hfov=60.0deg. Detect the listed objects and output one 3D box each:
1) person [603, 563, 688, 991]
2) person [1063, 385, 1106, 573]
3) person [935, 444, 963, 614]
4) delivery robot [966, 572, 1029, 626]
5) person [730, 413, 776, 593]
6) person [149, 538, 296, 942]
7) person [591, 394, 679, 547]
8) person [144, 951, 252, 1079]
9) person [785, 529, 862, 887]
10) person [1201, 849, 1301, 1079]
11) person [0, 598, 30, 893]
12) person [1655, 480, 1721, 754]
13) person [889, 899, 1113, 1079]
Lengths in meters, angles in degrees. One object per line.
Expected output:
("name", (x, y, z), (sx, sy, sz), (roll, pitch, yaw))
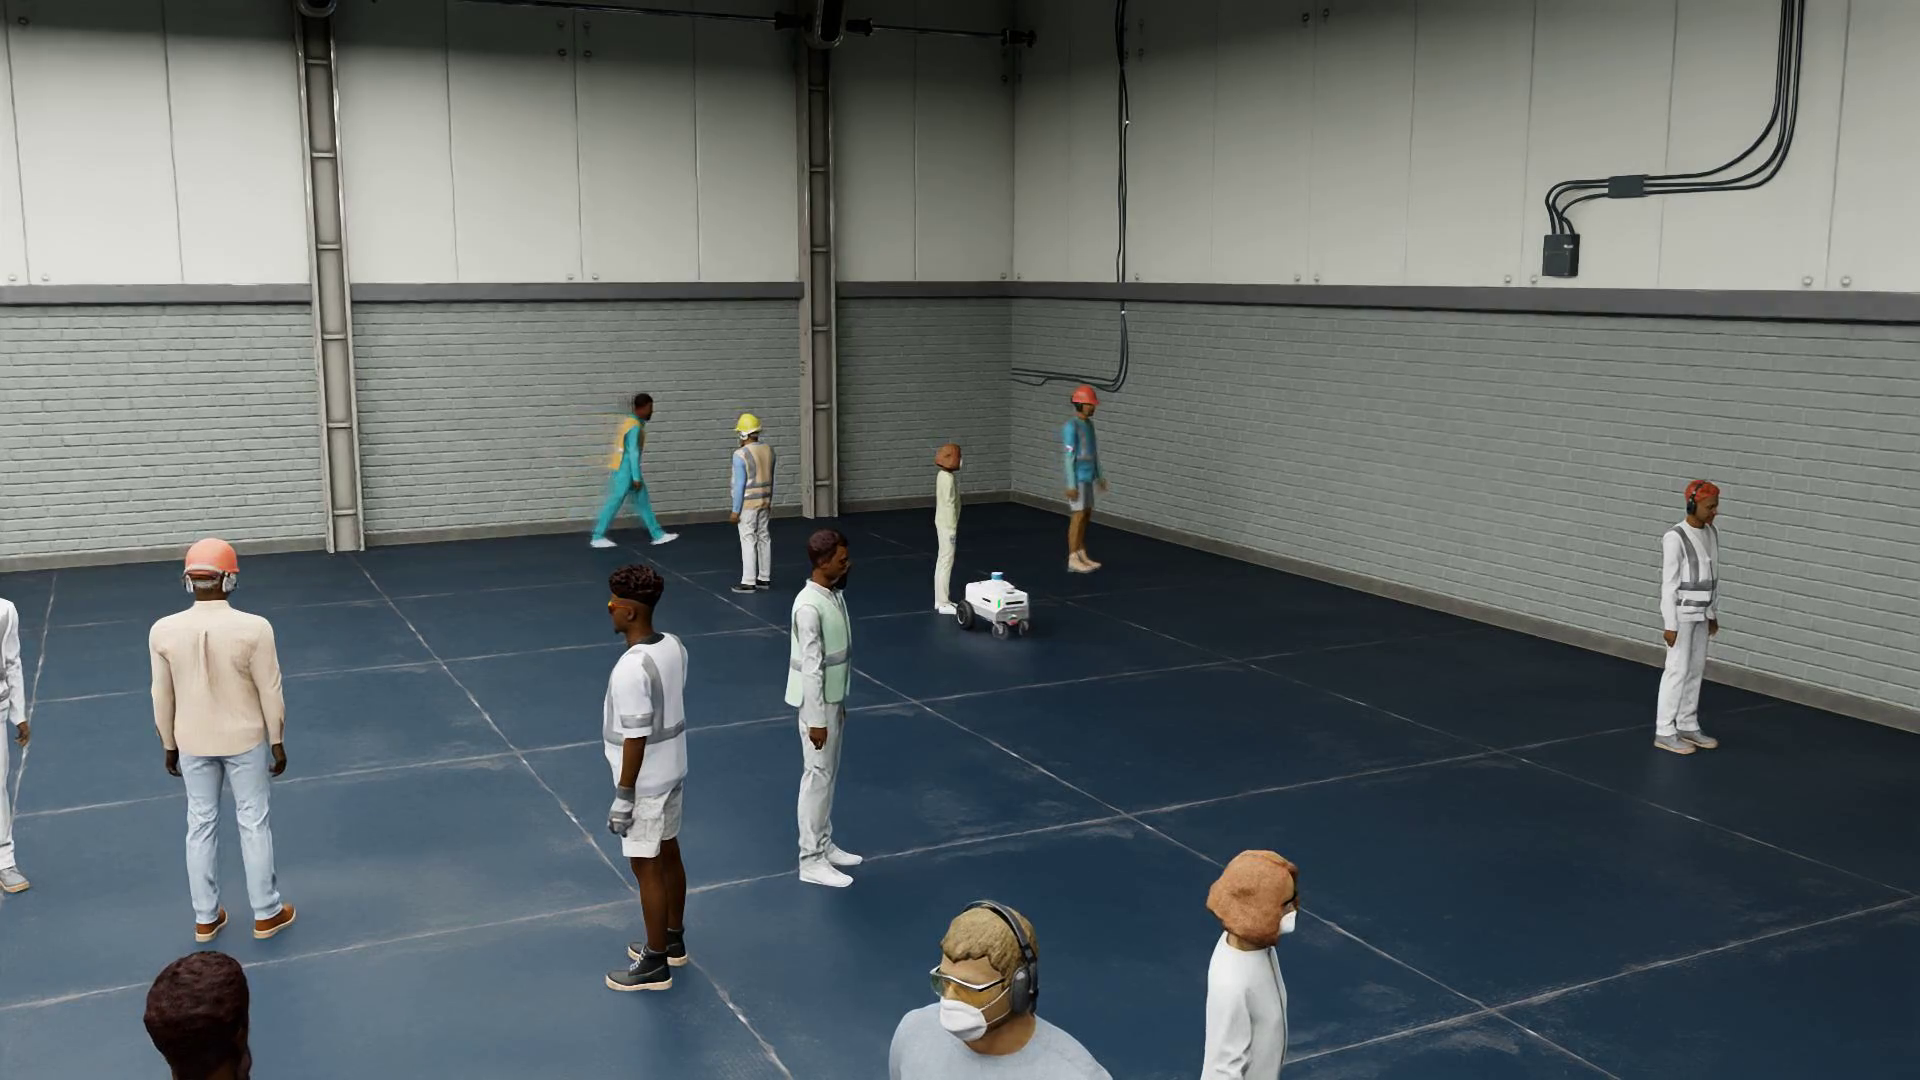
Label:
("person", (-1.443, 1.077, 7.621), (0.367, 1.967, 0.603), (2, 9, 10))
("person", (1.353, -0.672, 18.172), (0.387, 2.044, 0.618), (4, 10, 25))
("person", (-0.104, -0.112, 15.968), (0.265, 1.632, 0.508), (-1, 9, -8))
("delivery robot", (0.336, 0.535, 15.007), (0.477, 0.478, 0.707), (-5, 10, -25))
("person", (-2.132, -0.376, 16.975), (0.404, 1.835, 0.590), (6, 11, 31))
("person", (-3.602, 0.979, 8.144), (0.609, 1.993, 0.384), (-1, 9, -5))
("person", (-3.905, -0.820, 19.723), (1.043, 1.836, 0.631), (-1, 9, -6))
("person", (-1.514, 1.777, 3.448), (0.593, 1.922, 0.392), (2, 9, 10))
("person", (-0.742, 0.885, 8.956), (0.378, 1.916, 0.597), (1, 9, 6))
("person", (0.835, 1.689, 4.873), (0.273, 1.631, 0.507), (3, 10, 18))
("person", (-5.171, 0.949, 8.670), (0.356, 1.883, 0.573), (8, 13, 42))
("person", (4.975, 0.520, 11.338), (0.588, 1.878, 0.371), (-7, 12, -38))
("person", (0.069, 1.728, 3.700), (0.629, 1.940, 0.373), (7, 11, 35))
